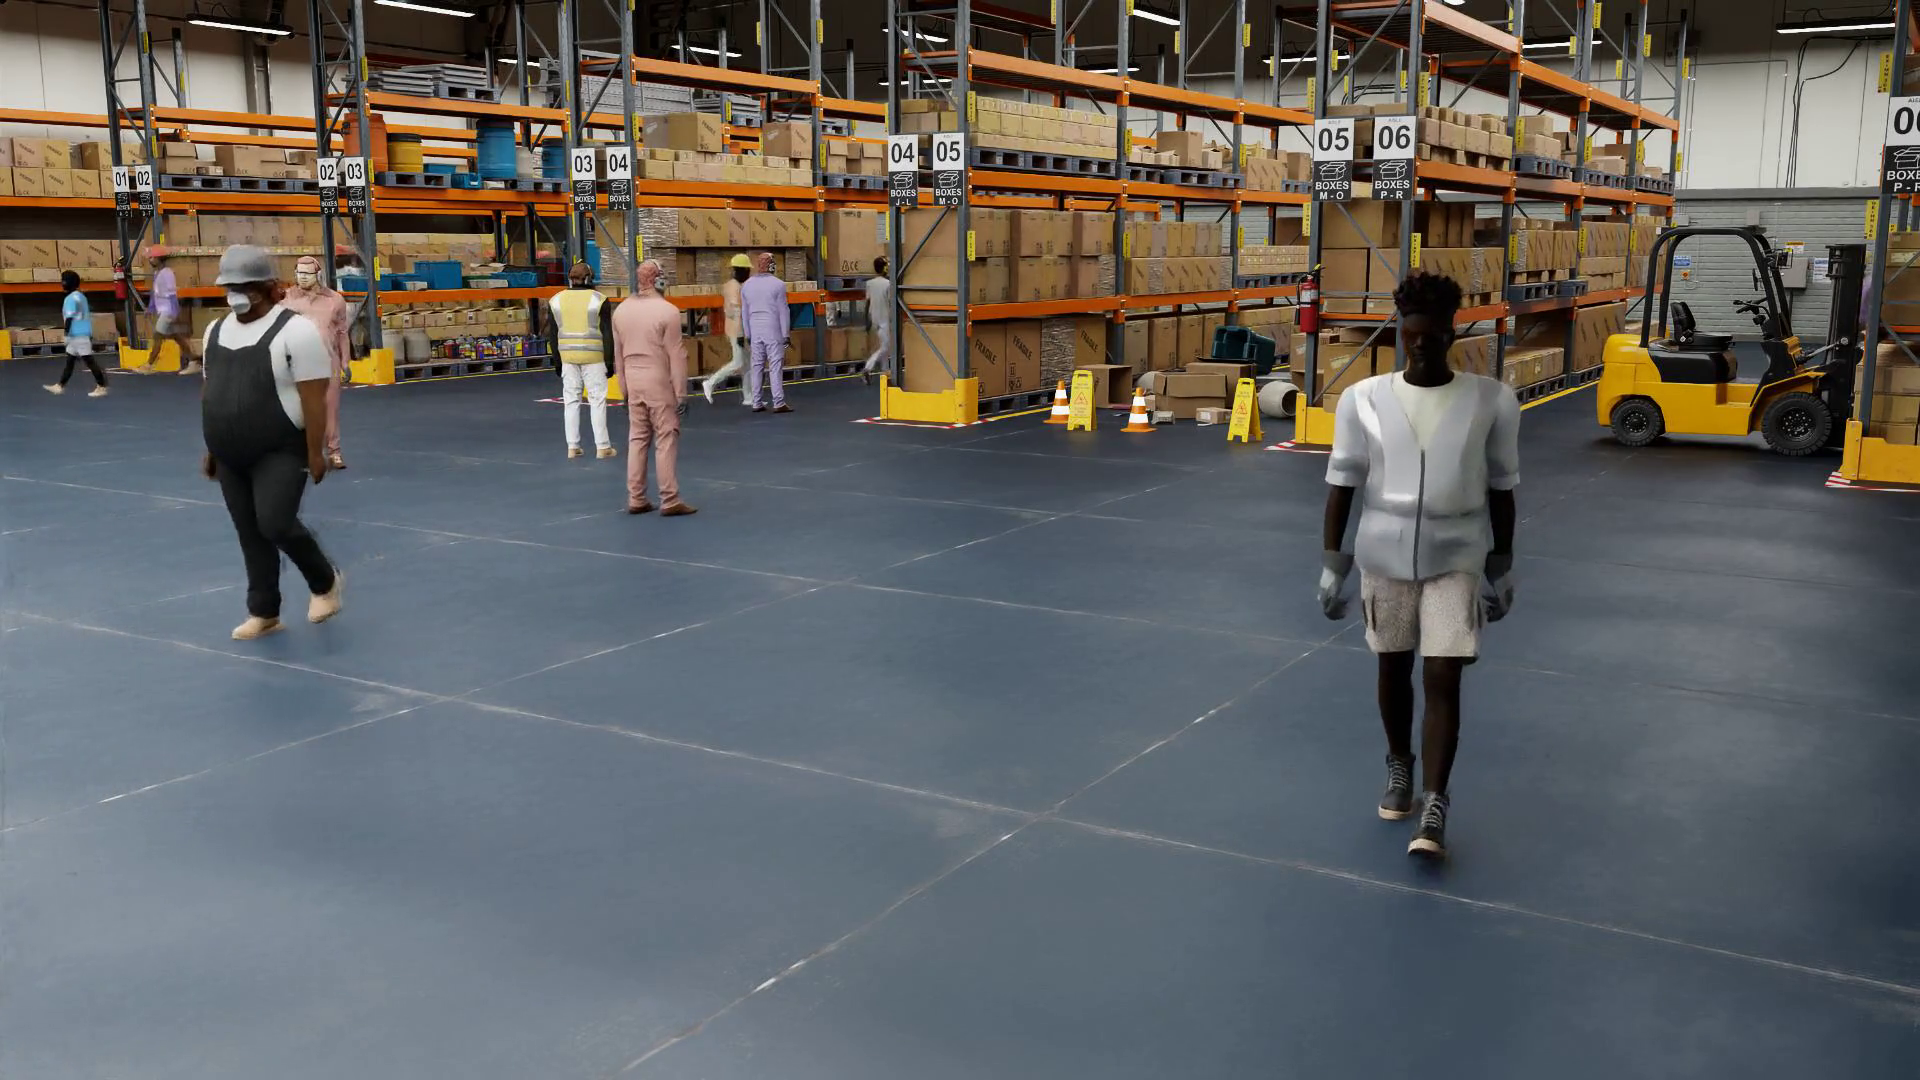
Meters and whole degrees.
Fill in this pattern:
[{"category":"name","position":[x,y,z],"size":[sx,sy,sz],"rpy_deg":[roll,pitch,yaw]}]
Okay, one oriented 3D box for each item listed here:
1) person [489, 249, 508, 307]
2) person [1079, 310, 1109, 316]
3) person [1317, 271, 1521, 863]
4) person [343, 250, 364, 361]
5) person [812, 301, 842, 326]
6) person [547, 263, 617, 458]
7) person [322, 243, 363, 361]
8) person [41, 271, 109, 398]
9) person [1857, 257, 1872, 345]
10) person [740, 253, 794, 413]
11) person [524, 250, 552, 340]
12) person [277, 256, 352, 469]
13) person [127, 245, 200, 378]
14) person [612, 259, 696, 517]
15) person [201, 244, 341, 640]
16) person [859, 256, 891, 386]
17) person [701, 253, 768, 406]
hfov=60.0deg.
[{"category":"person","position":[-9.996,-5.280,35.641],"size":[0.551,1.910,0.845],"rpy_deg":[8,13,38]},{"category":"person","position":[2.185,-3.735,27.247],"size":[0.581,1.811,0.934],"rpy_deg":[2,10,8]},{"category":"person","position":[1.513,0.085,5.537],"size":[0.624,1.918,0.957],"rpy_deg":[4,11,21]},{"category":"person","position":[-9.882,-3.713,26.853],"size":[0.657,1.905,0.687],"rpy_deg":[6,12,32]},{"category":"person","position":[-2.249,-3.938,28.187],"size":[0.583,1.882,0.350],"rpy_deg":[6,12,31]},{"category":"person","position":[-3.546,-1.682,15.695],"size":[0.624,1.836,0.430],"rpy_deg":[2,10,10]},{"category":"person","position":[-9.471,-3.479,25.252],"size":[0.614,2.006,0.888],"rpy_deg":[5,11,25]},{"category":"person","position":[-11.625,-2.677,21.727],"size":[0.864,1.651,0.553],"rpy_deg":[-3,10,-14]},{"category":"person","position":[13.026,-3.219,24.179],"size":[0.596,1.888,0.986],"rpy_deg":[6,12,31]},{"category":"person","position":[-2.294,-2.472,19.906],"size":[0.639,1.910,0.407],"rpy_deg":[5,11,25]},{"category":"person","position":[-7.875,-4.471,31.149],"size":[0.547,1.904,0.897],"rpy_deg":[4,11,23]},{"category":"person","position":[-5.765,-1.565,14.842],"size":[0.651,1.904,0.402],"rpy_deg":[-6,12,-30]},{"category":"person","position":[-12.104,-3.458,25.192],"size":[1.066,1.984,0.631],"rpy_deg":[-7,12,-34]},{"category":"person","position":[-2.258,-1.126,12.376],"size":[0.649,1.906,0.404],"rpy_deg":[6,12,32]},{"category":"person","position":[-3.579,-0.499,8.484],"size":[0.694,2.000,0.557],"rpy_deg":[4,11,20]},{"category":"person","position":[-1.149,-3.117,23.709],"size":[0.522,1.847,0.851],"rpy_deg":[9,13,40]},{"category":"person","position":[-2.809,-2.597,20.625],"size":[0.730,1.903,0.600],"rpy_deg":[0,10,1]}]
